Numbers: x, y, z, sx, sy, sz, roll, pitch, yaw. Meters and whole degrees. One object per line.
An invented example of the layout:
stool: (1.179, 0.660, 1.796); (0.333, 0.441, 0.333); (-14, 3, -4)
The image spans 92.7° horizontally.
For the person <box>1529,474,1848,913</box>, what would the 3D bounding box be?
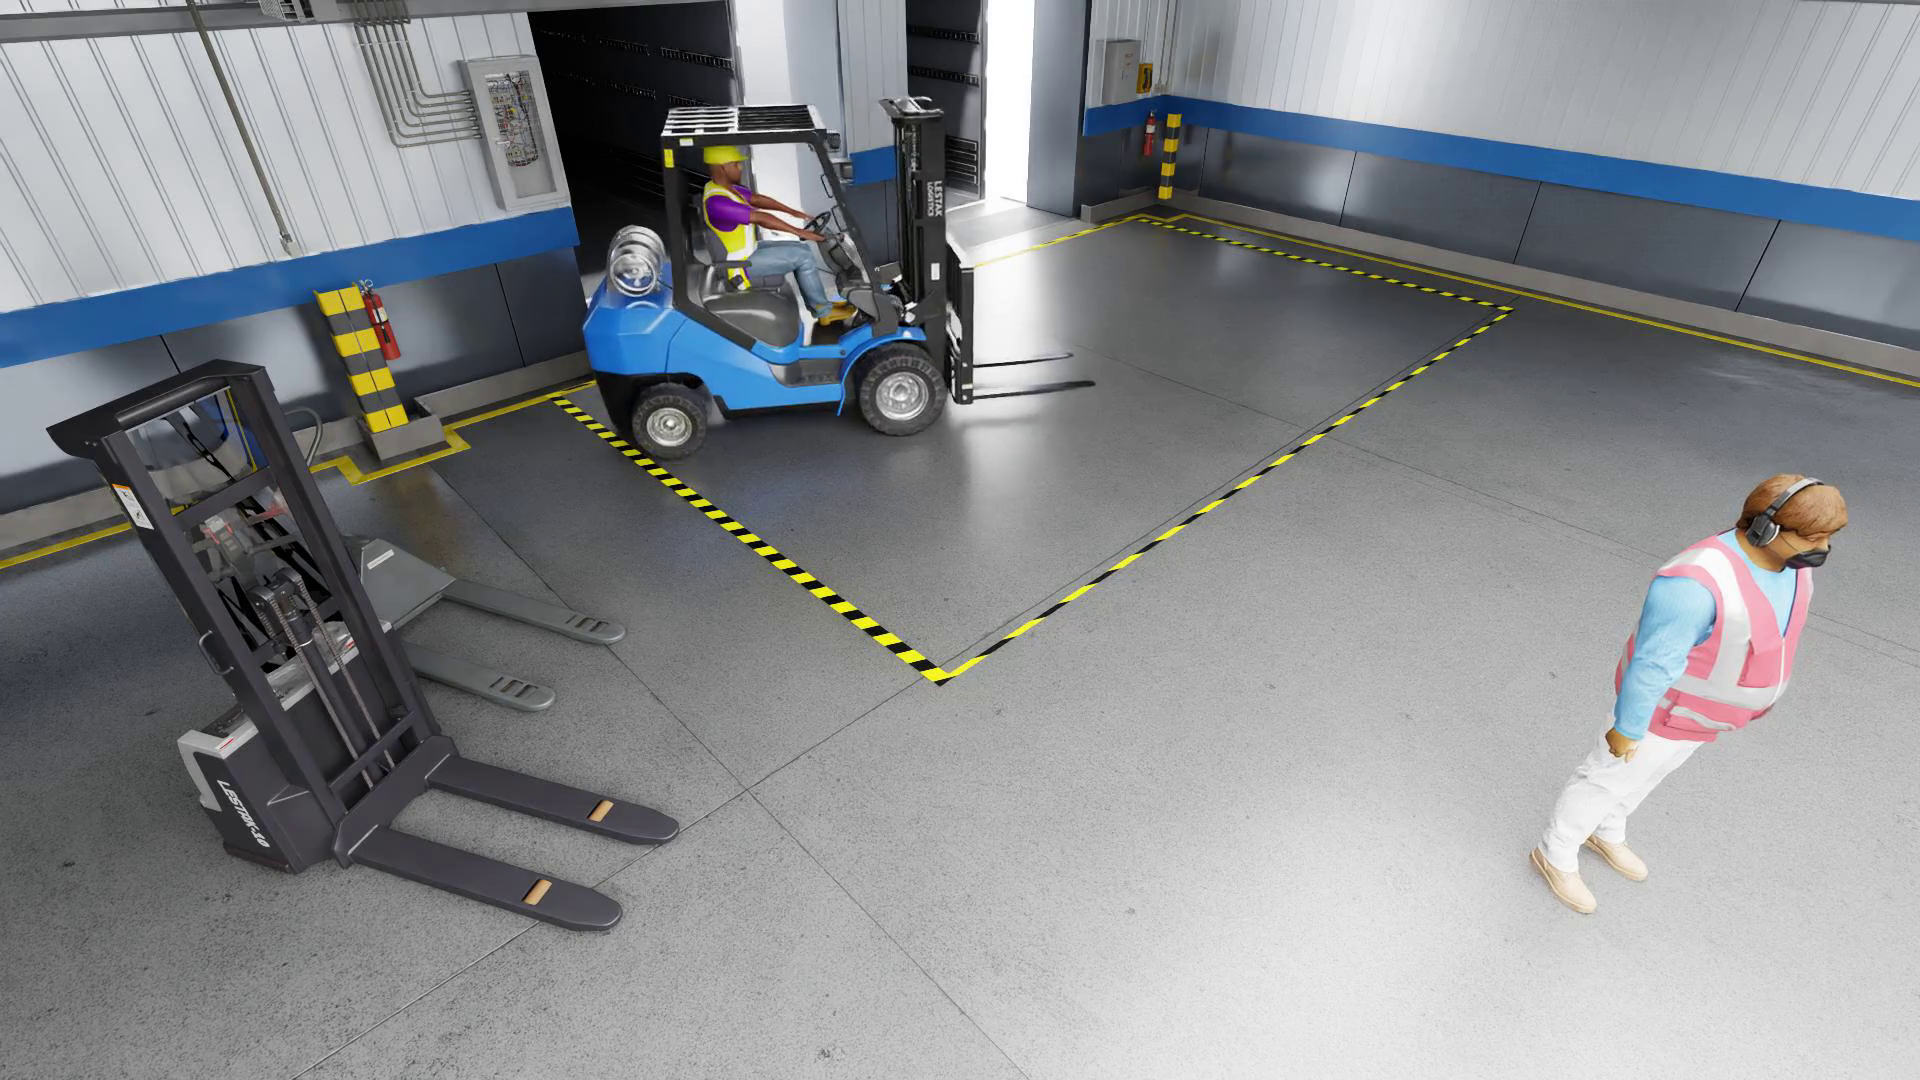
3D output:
person: (2.554, 0.584, 3.253); (0.632, 1.842, 0.429); (-15, 37, -21)

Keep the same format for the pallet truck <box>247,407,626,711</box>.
pallet truck: (-2.628, 0.038, 4.590); (1.601, 1.201, 0.680); (12, 36, 18)

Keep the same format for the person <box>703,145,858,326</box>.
person: (-1.267, -2.151, 6.488); (1.004, 1.293, 0.635); (-6, 35, -9)

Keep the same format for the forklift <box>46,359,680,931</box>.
forklift: (-2.135, 0.422, 3.354); (1.885, 1.965, 0.823); (10, 35, 14)

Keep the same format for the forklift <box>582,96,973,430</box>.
forklift: (-1.327, -1.994, 6.590); (2.680, 2.036, 1.157); (-6, 35, -9)
